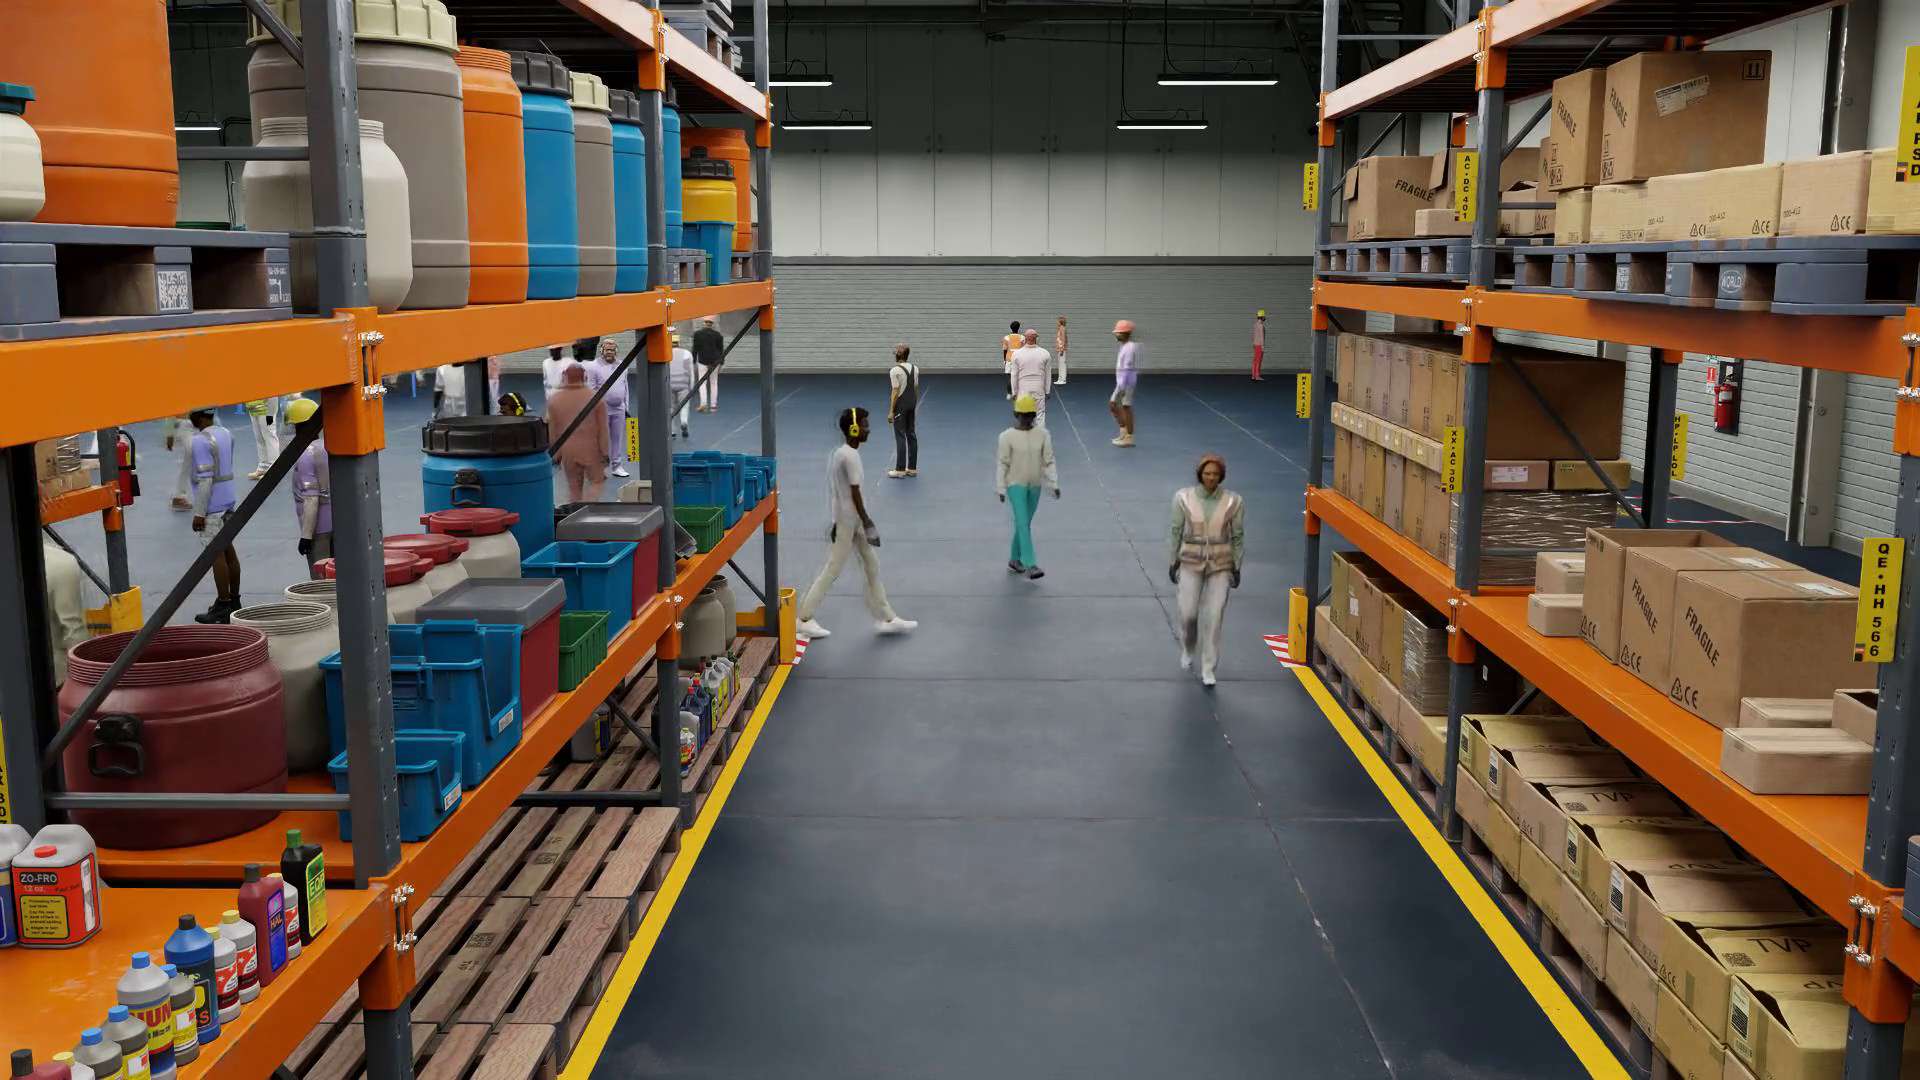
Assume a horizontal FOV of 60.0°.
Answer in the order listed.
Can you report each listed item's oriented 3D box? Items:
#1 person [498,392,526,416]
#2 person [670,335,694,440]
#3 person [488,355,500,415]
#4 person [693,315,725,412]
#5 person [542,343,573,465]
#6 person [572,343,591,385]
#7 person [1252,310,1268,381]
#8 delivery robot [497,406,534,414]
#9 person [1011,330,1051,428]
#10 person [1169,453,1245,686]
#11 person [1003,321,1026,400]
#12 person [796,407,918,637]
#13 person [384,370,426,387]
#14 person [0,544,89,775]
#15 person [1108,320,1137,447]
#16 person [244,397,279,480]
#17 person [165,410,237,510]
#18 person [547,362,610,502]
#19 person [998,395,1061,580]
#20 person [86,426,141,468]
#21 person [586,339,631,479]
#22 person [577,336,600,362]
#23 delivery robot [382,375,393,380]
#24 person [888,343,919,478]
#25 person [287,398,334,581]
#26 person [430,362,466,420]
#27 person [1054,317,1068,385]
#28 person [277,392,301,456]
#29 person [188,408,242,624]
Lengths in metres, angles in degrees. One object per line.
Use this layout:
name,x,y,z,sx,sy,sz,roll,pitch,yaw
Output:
person,-3.740,-0.323,14.114,0.520,1.865,0.328,9,13,42
person,-4.736,-2.575,27.738,0.608,1.812,0.519,-2,10,-12
person,-8.449,-2.868,29.693,0.537,1.747,0.546,4,10,21
person,-4.983,-3.517,33.009,0.639,1.950,0.782,-2,10,-10
person,-5.889,-2.077,24.548,0.558,1.897,0.976,2,10,15
person,-6.168,-2.398,27.176,0.545,1.653,0.879,6,11,33
person,7.517,-4.871,41.645,0.326,1.767,0.533,-2,10,-11
delivery robot,-7.821,-2.353,29.252,0.335,0.223,0.698,6,11,32
person,1.105,-2.327,25.987,0.639,1.908,0.409,-1,10,-6
person,1.728,0.196,11.669,0.523,1.625,0.386,1,10,6
person,1.185,-3.855,35.766,0.536,1.697,0.318,0,9,3
person,-0.870,-0.136,13.146,0.993,1.823,0.518,0,9,-2
person,-13.209,-4.568,39.535,1.060,1.893,0.619,1,9,3
person,-4.476,0.643,8.043,0.625,1.972,0.831,0,9,-1
person,2.592,-2.503,26.672,0.483,2.027,0.648,-1,10,-5
person,-9.503,-1.732,22.632,0.624,1.840,0.429,9,13,43
person,-9.039,-1.276,19.728,1.014,1.887,0.630,3,10,16
person,-4.055,-0.957,17.787,0.651,1.894,0.454,1,9,4
person,0.639,-0.505,15.622,0.536,1.715,0.905,-5,11,-25
person,-12.378,-1.956,24.152,0.605,1.788,0.989,5,11,29
person,-4.804,-1.804,22.863,0.642,1.905,0.399,-9,13,-42
person,-9.047,-4.805,40.556,0.539,2.000,0.688,4,10,21
delivery robot,-14.008,-4.074,40.339,0.707,0.478,0.477,5,11,29
person,-0.789,-1.790,22.952,0.346,1.846,0.506,8,13,41
person,-4.915,-0.118,12.701,0.376,1.922,0.594,0,9,0
person,-6.735,-1.700,22.169,0.632,1.929,0.897,2,10,11
person,2.455,-4.588,40.326,0.307,1.640,0.518,-1,10,-7
person,-9.562,-1.787,23.671,0.851,1.592,0.601,1,10,6
person,-6.173,-0.285,13.692,0.374,1.928,0.542,0,9,-1
